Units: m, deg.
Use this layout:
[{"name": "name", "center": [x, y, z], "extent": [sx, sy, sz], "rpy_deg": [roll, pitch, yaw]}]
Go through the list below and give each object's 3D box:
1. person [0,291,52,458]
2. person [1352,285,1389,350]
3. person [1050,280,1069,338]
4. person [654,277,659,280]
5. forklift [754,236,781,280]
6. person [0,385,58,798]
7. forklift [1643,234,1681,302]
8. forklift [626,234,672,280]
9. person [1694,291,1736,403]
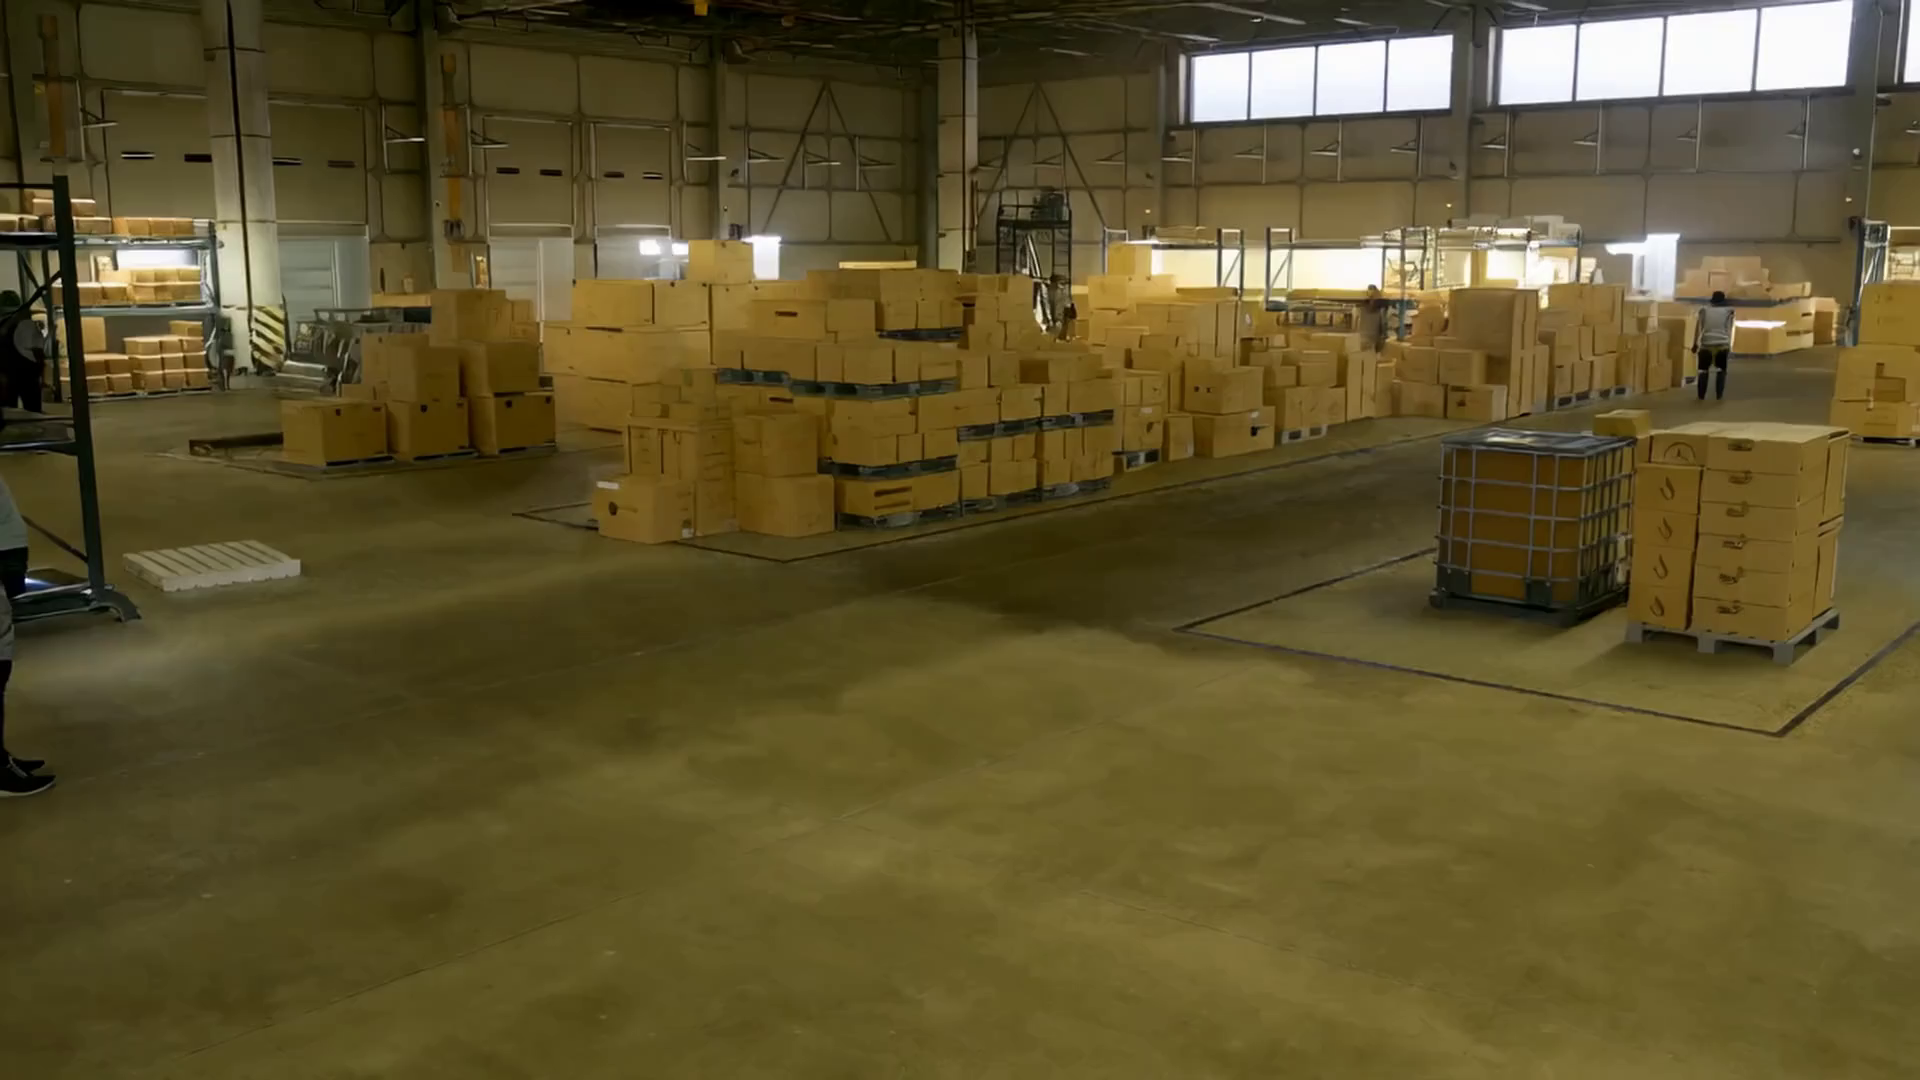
[{"name": "person", "center": [-11.510, -2.027, 20.321], "extent": [0.685, 2.000, 0.535], "rpy_deg": [-2, 10, -11]}, {"name": "person", "center": [7.403, -3.652, 30.039], "extent": [0.642, 1.893, 1.046], "rpy_deg": [8, 13, 38]}, {"name": "person", "center": [2.790, -6.456, 46.597], "extent": [0.568, 1.662, 0.378], "rpy_deg": [2, 10, 11]}, {"name": "person", "center": [-6.516, -4.726, 36.020], "extent": [0.632, 1.931, 0.382], "rpy_deg": [-5, 11, -24]}, {"name": "forklift", "center": [-4.607, -5.916, 40.076], "extent": [1.873, 2.768, 1.129], "rpy_deg": [2, 10, 14]}, {"name": "person", "center": [-4.529, 0.224, 7.758], "extent": [0.368, 1.952, 0.603], "rpy_deg": [-7, 12, -34]}, {"name": "forklift", "center": [14.195, -4.809, 33.772], "extent": [1.873, 2.768, 1.129], "rpy_deg": [0, 10, 0]}, {"name": "forklift", "center": [-6.265, -4.802, 33.734], "extent": [1.873, 2.768, 1.129], "rpy_deg": [8, 13, 40]}, {"name": "person", "center": [12.386, -3.160, 27.345], "extent": [0.627, 1.844, 0.429], "rpy_deg": [3, 10, 17]}]
